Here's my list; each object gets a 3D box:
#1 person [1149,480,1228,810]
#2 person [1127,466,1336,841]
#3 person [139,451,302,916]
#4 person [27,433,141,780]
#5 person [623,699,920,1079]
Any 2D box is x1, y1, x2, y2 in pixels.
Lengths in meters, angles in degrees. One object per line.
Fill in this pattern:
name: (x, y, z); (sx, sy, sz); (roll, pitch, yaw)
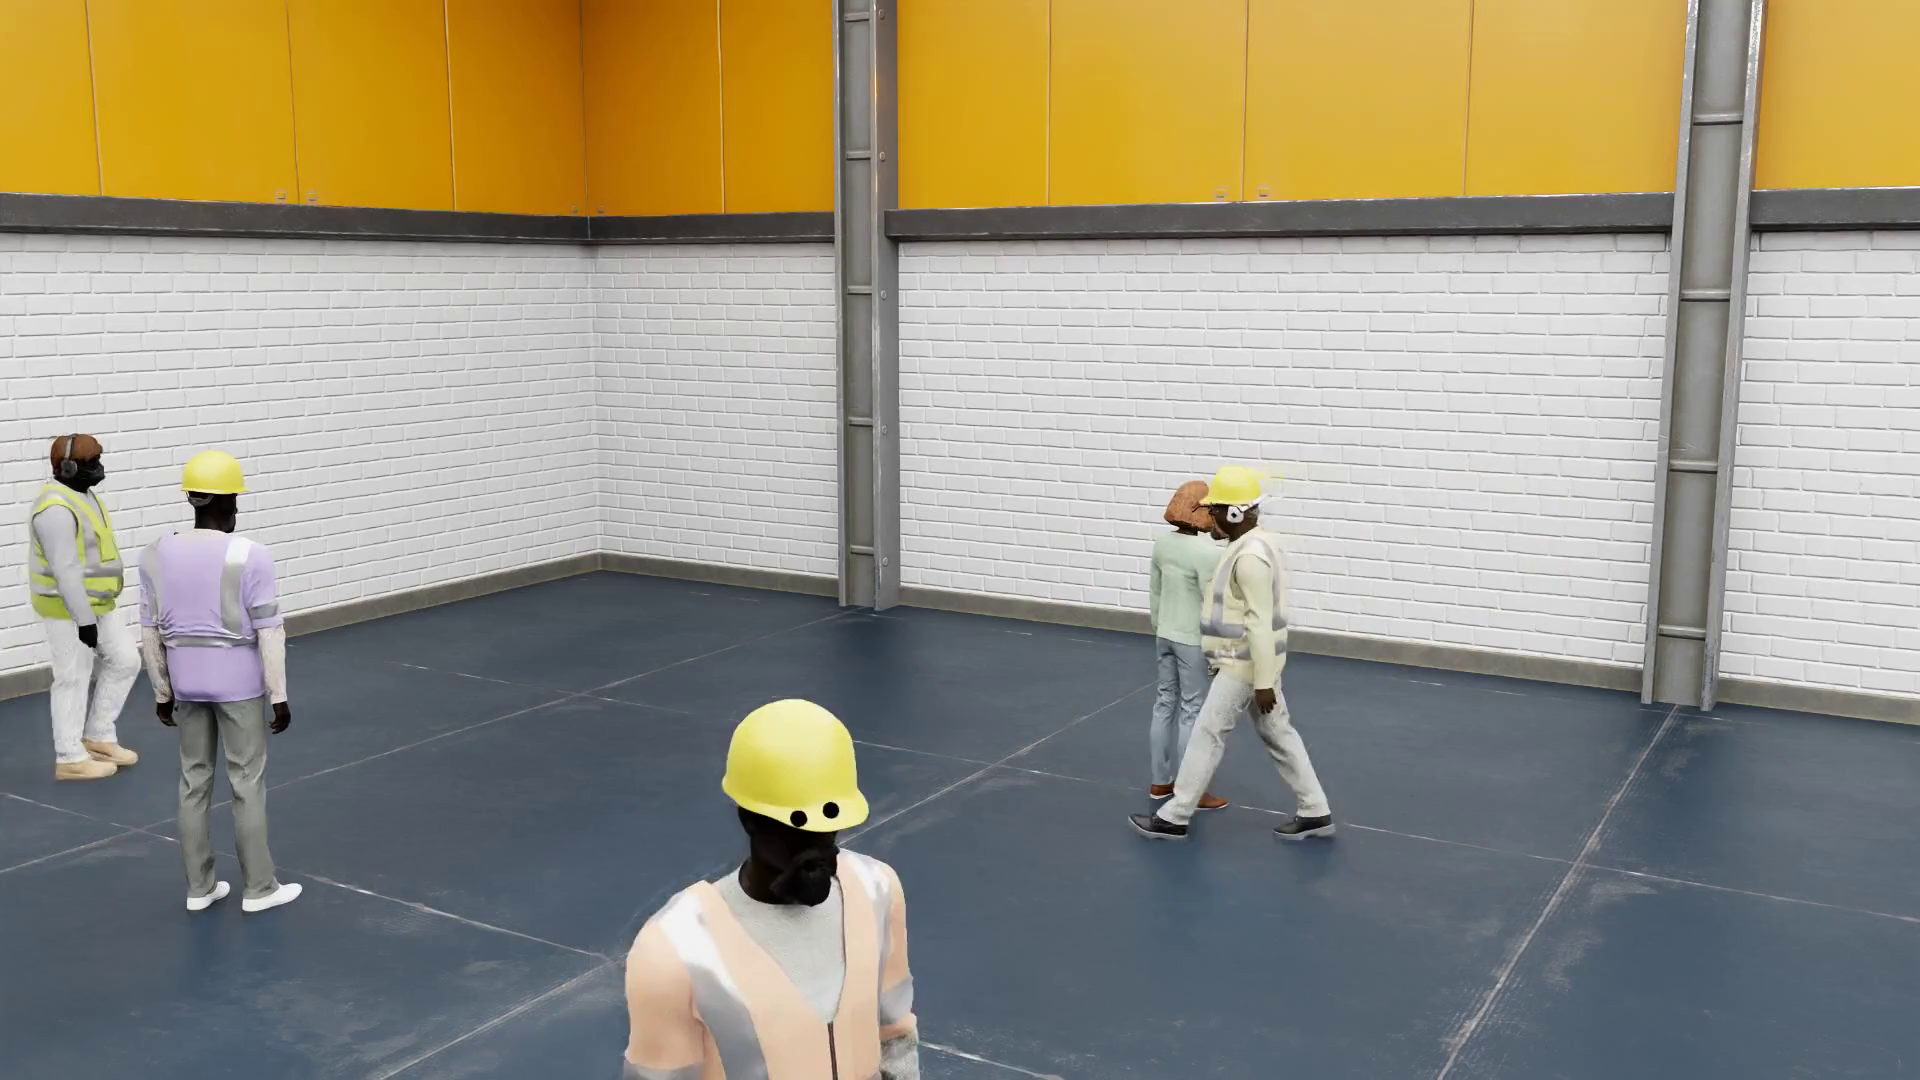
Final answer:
person: (1.128, 0.516, 8.266); (0.277, 1.632, 0.502); (-5, 10, -29)
person: (1.314, 0.540, 7.695); (0.967, 1.774, 0.610); (2, 9, 11)
person: (-3.052, 0.592, 6.879); (0.593, 1.925, 0.384); (1, 9, 7)
person: (-4.541, 0.355, 8.668); (0.518, 1.825, 0.659); (-2, 9, -12)
person: (-0.293, 1.217, 3.033); (0.413, 1.915, 0.590); (8, 12, 41)
